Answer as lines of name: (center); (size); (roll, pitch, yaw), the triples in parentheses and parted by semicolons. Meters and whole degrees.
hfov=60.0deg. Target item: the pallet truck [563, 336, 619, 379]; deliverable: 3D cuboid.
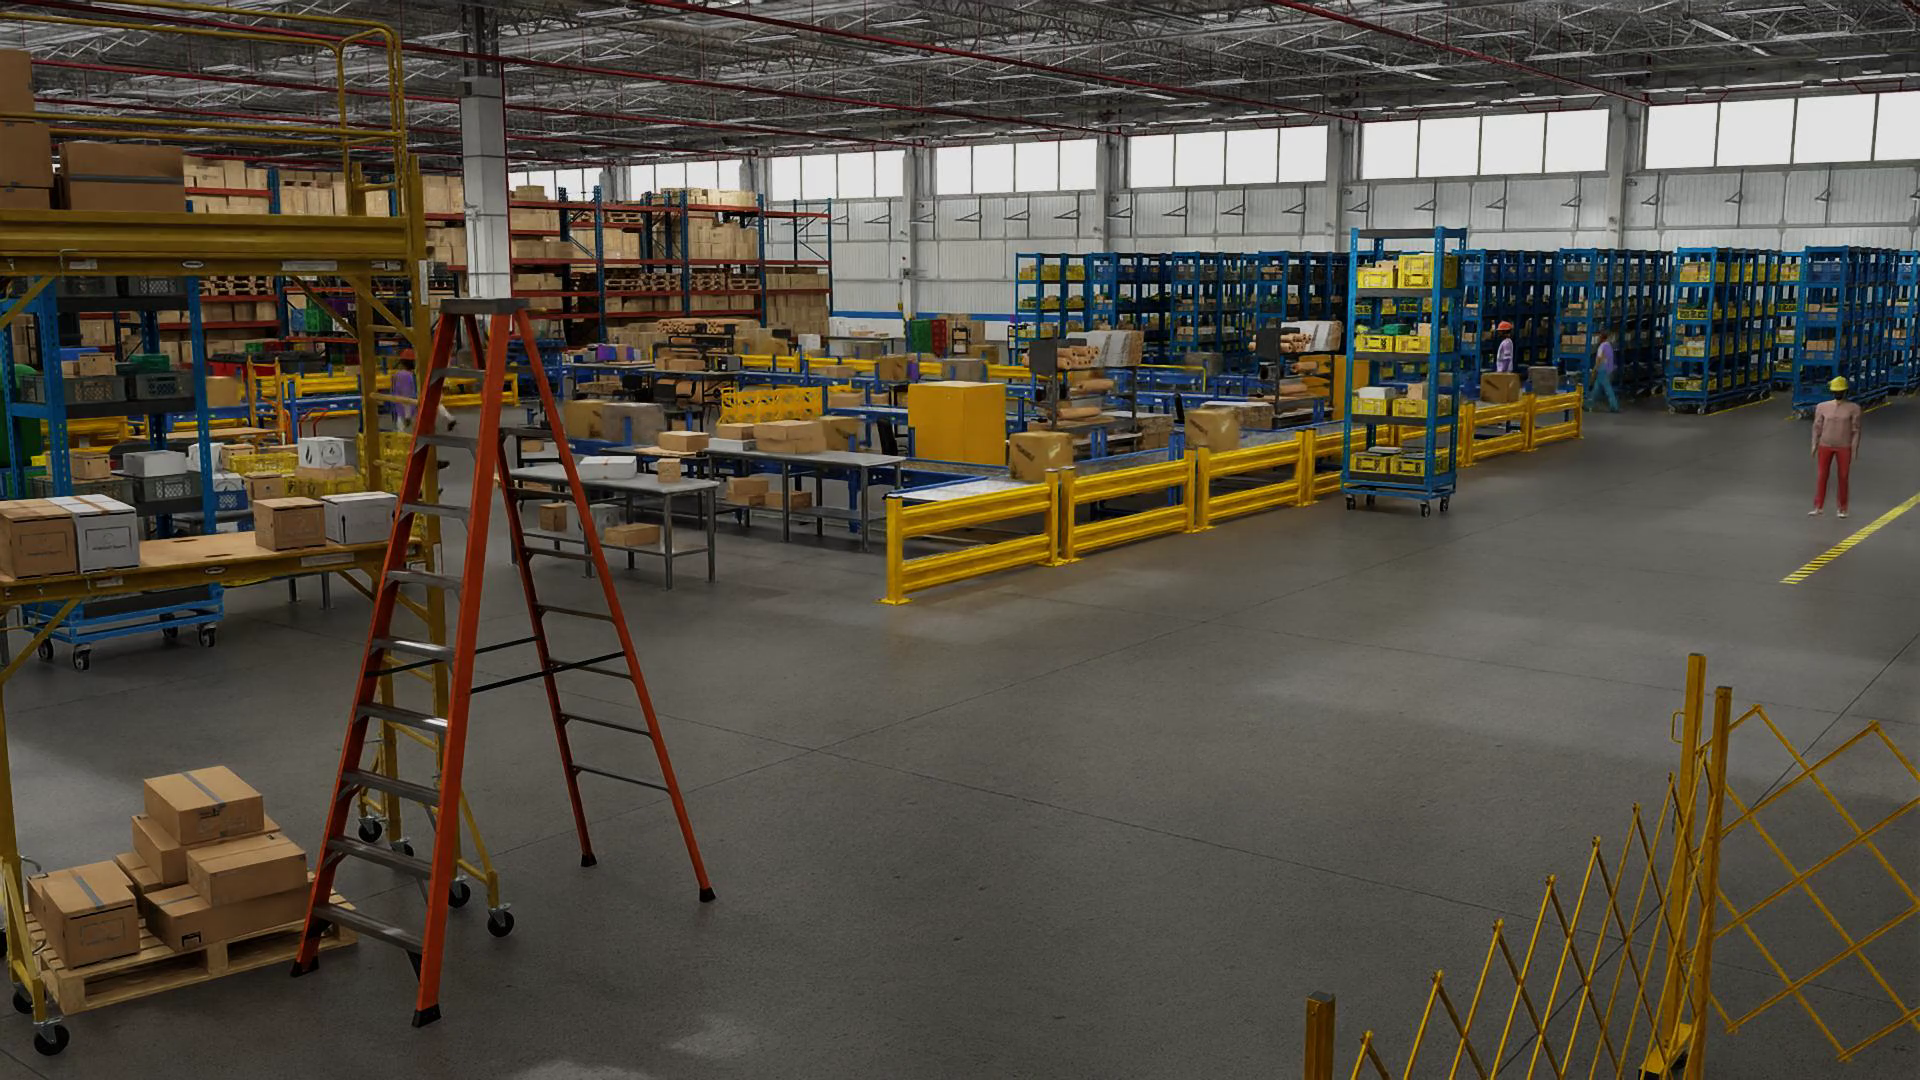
pallet truck: (-10.690, -5.294, 48.215); (1.601, 1.201, 0.680); (-5, 10, -26)

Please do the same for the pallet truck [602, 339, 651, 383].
pallet truck: (-8.991, -4.871, 45.351); (0.653, 1.274, 1.630); (7, 11, 37)

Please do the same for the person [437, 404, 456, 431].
person: (-10.144, -3.020, 32.066); (0.835, 1.872, 0.659); (0, 9, 3)

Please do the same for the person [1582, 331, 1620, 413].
person: (13.992, -3.664, 36.270); (0.977, 1.792, 0.613); (7, 11, 36)

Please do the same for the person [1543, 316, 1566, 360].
person: (16.906, -5.503, 47.260); (0.617, 1.962, 0.939); (4, 10, 22)

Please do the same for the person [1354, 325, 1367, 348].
person: (9.670, -4.262, 40.010); (0.454, 1.803, 0.604); (5, 10, 26)

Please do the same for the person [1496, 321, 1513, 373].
person: (11.299, -3.519, 34.594); (0.380, 2.045, 0.605); (3, 10, 17)

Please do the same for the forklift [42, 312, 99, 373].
forklift: (-23.779, -5.451, 44.052); (1.873, 2.768, 1.129); (7, 11, 36)

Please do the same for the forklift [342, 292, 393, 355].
forklift: (-16.485, -5.622, 45.120); (1.129, 2.768, 1.873); (7, 11, 37)

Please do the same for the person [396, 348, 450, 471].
person: (-8.280, -1.956, 25.285); (0.957, 1.889, 0.570); (-5, 11, -31)

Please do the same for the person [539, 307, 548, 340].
person: (-15.676, -7.890, 62.763); (0.383, 1.755, 0.549); (-8, 12, -40)

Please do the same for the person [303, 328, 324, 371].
person: (-17.910, -5.239, 45.923); (0.953, 1.863, 0.652); (-8, 12, -41)

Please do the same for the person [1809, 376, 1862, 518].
person: (10.913, -1.159, 20.738); (0.533, 1.765, 0.330); (6, 11, 35)
